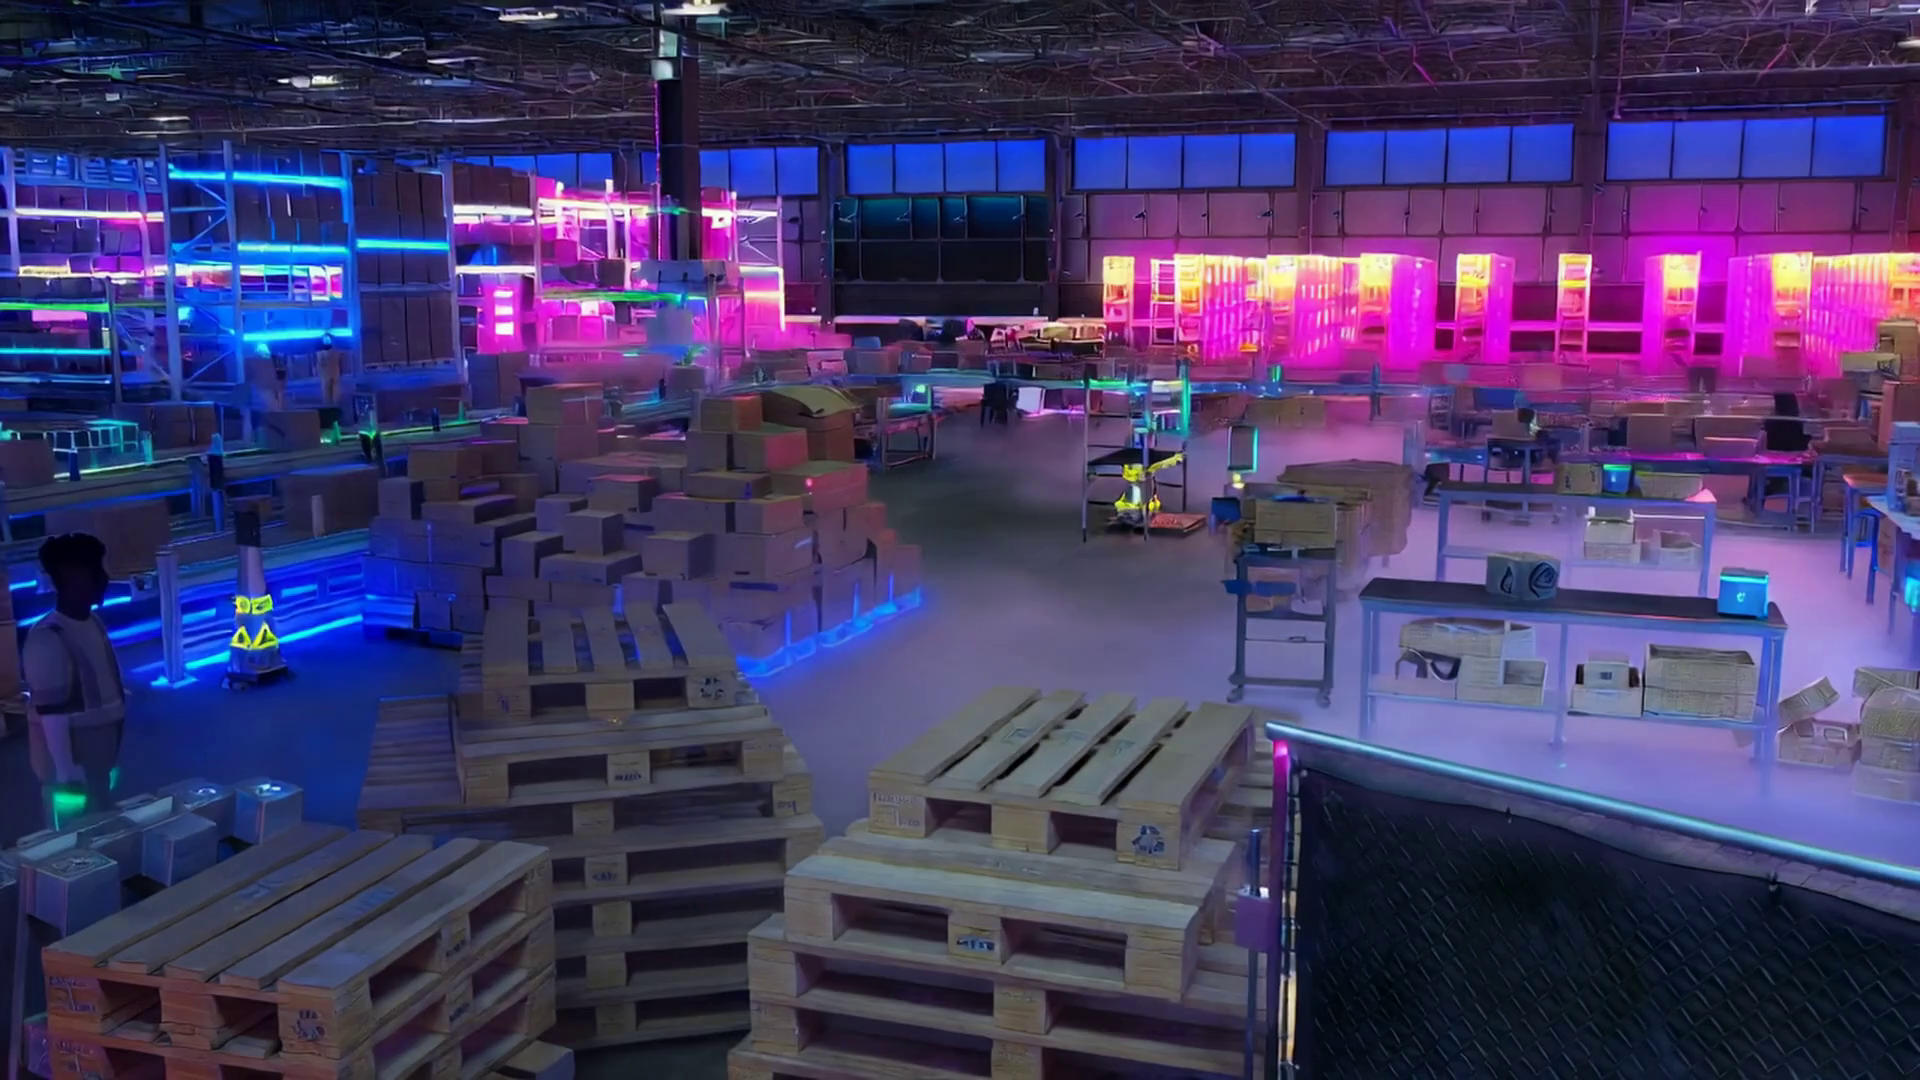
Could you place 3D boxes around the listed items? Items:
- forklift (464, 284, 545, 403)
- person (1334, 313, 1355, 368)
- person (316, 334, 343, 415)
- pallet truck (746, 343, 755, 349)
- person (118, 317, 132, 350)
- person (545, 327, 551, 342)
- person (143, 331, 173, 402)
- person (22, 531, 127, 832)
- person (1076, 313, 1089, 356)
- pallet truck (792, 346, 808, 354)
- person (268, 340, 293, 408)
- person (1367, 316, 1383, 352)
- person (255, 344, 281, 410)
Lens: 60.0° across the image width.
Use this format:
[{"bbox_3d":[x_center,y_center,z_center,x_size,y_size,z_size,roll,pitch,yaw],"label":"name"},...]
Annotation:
[{"bbox_3d":[-10.832,-4.702,39.610,1.129,2.768,1.873,3,10,20],"label":"forklift"},{"bbox_3d":[11.627,-5.922,50.360,0.617,1.894,0.981,2,9,11],"label":"person"},{"bbox_3d":[-13.194,-3.409,34.860,0.593,1.811,0.691,2,9,15],"label":"person"},{"bbox_3d":[-6.183,-4.618,44.264,1.601,1.201,0.680,-9,12,-43],"label":"pallet truck"},{"bbox_3d":[-24.183,-5.524,48.125,0.594,1.819,0.416,5,10,27],"label":"person"},{"bbox_3d":[-14.518,-7.050,57.752,0.648,1.792,0.951,2,9,13],"label":"person"},{"bbox_3d":[-16.989,-3.469,35.077,1.004,1.854,0.583,-5,11,-31],"label":"person"},{"bbox_3d":[-3.737,0.933,7.087,0.373,1.966,0.607,-2,9,-12],"label":"person"},{"bbox_3d":[3.999,-6.421,53.786,0.750,1.806,0.599,1,9,8],"label":"person"},{"bbox_3d":[-3.705,-4.298,42.022,0.653,1.274,1.630,3,10,20],"label":"pallet truck"},{"bbox_3d":[-14.617,-3.461,35.653,0.536,1.648,0.887,2,9,13],"label":"person"},{"bbox_3d":[13.514,-6.480,54.065,0.563,1.827,0.498,3,9,17],"label":"person"},{"bbox_3d":[-13.042,-2.829,31.443,0.546,1.729,0.840,4,10,26],"label":"person"}]
